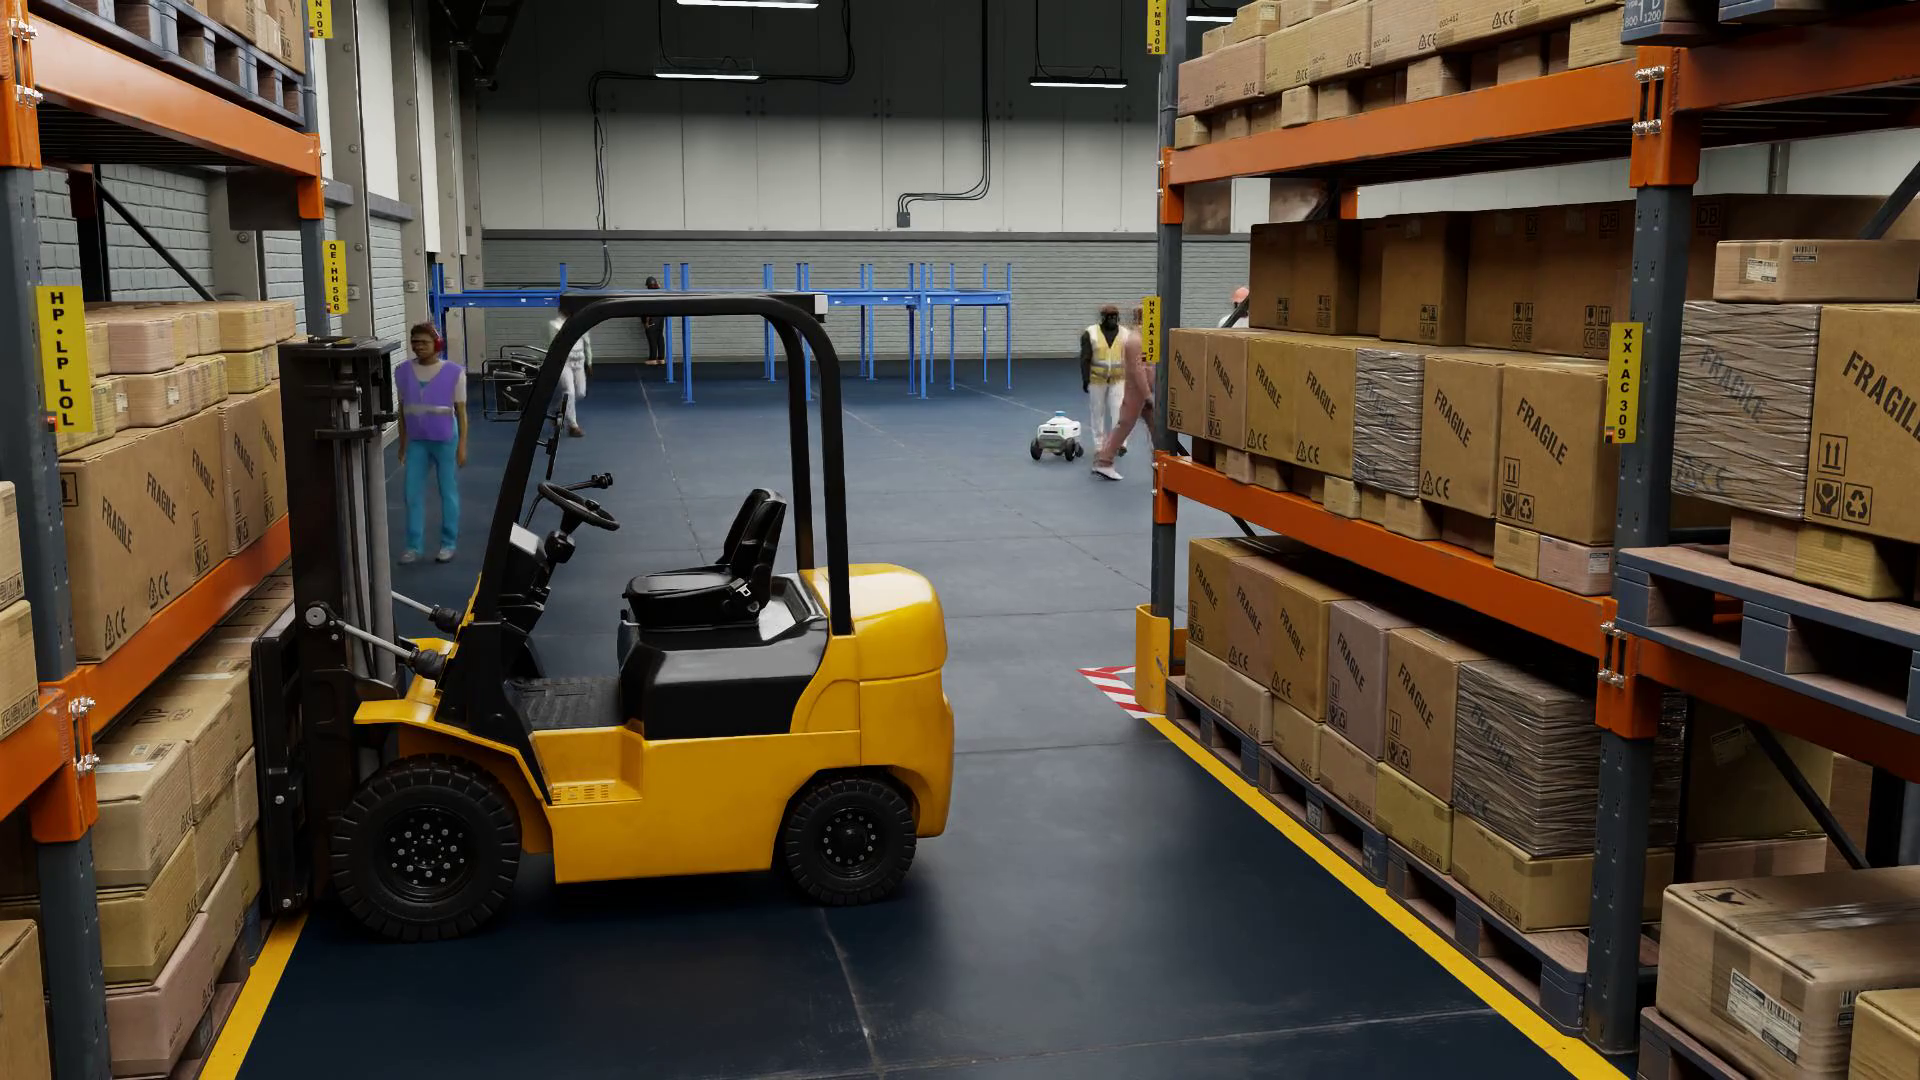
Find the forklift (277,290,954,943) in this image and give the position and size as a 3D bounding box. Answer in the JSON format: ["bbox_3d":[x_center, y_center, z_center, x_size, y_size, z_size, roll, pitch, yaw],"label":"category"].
[{"bbox_3d":[-1.179,0.175,6.143,2.313,2.155,1.214,-2,10,-12],"label":"forklift"}]

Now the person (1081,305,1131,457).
[{"bbox_3d":[1.754,-1.888,19.799,0.646,1.800,0.921,0,9,-2],"label":"person"}]

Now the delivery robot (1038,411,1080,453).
[{"bbox_3d":[1.177,-1.283,19.727,0.477,0.478,0.707,3,10,20],"label":"delivery robot"}]

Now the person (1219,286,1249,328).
[{"bbox_3d":[3.600,-2.231,21.240,0.618,2.016,0.889,2,9,9],"label":"person"}]

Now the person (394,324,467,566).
[{"bbox_3d":[-4.013,-0.704,12.495,0.604,1.816,0.789,1,9,6],"label":"person"}]

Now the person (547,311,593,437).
[{"bbox_3d":[-5.284,-2.364,22.301,0.707,1.927,0.627,8,12,41],"label":"person"}]

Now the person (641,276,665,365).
[{"bbox_3d":[-7.161,-5.084,38.666,0.536,2.000,0.688,4,10,25],"label":"person"}]

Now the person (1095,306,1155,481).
[{"bbox_3d":[1.903,-1.541,17.541,1.011,1.865,0.639,4,10,25],"label":"person"}]
